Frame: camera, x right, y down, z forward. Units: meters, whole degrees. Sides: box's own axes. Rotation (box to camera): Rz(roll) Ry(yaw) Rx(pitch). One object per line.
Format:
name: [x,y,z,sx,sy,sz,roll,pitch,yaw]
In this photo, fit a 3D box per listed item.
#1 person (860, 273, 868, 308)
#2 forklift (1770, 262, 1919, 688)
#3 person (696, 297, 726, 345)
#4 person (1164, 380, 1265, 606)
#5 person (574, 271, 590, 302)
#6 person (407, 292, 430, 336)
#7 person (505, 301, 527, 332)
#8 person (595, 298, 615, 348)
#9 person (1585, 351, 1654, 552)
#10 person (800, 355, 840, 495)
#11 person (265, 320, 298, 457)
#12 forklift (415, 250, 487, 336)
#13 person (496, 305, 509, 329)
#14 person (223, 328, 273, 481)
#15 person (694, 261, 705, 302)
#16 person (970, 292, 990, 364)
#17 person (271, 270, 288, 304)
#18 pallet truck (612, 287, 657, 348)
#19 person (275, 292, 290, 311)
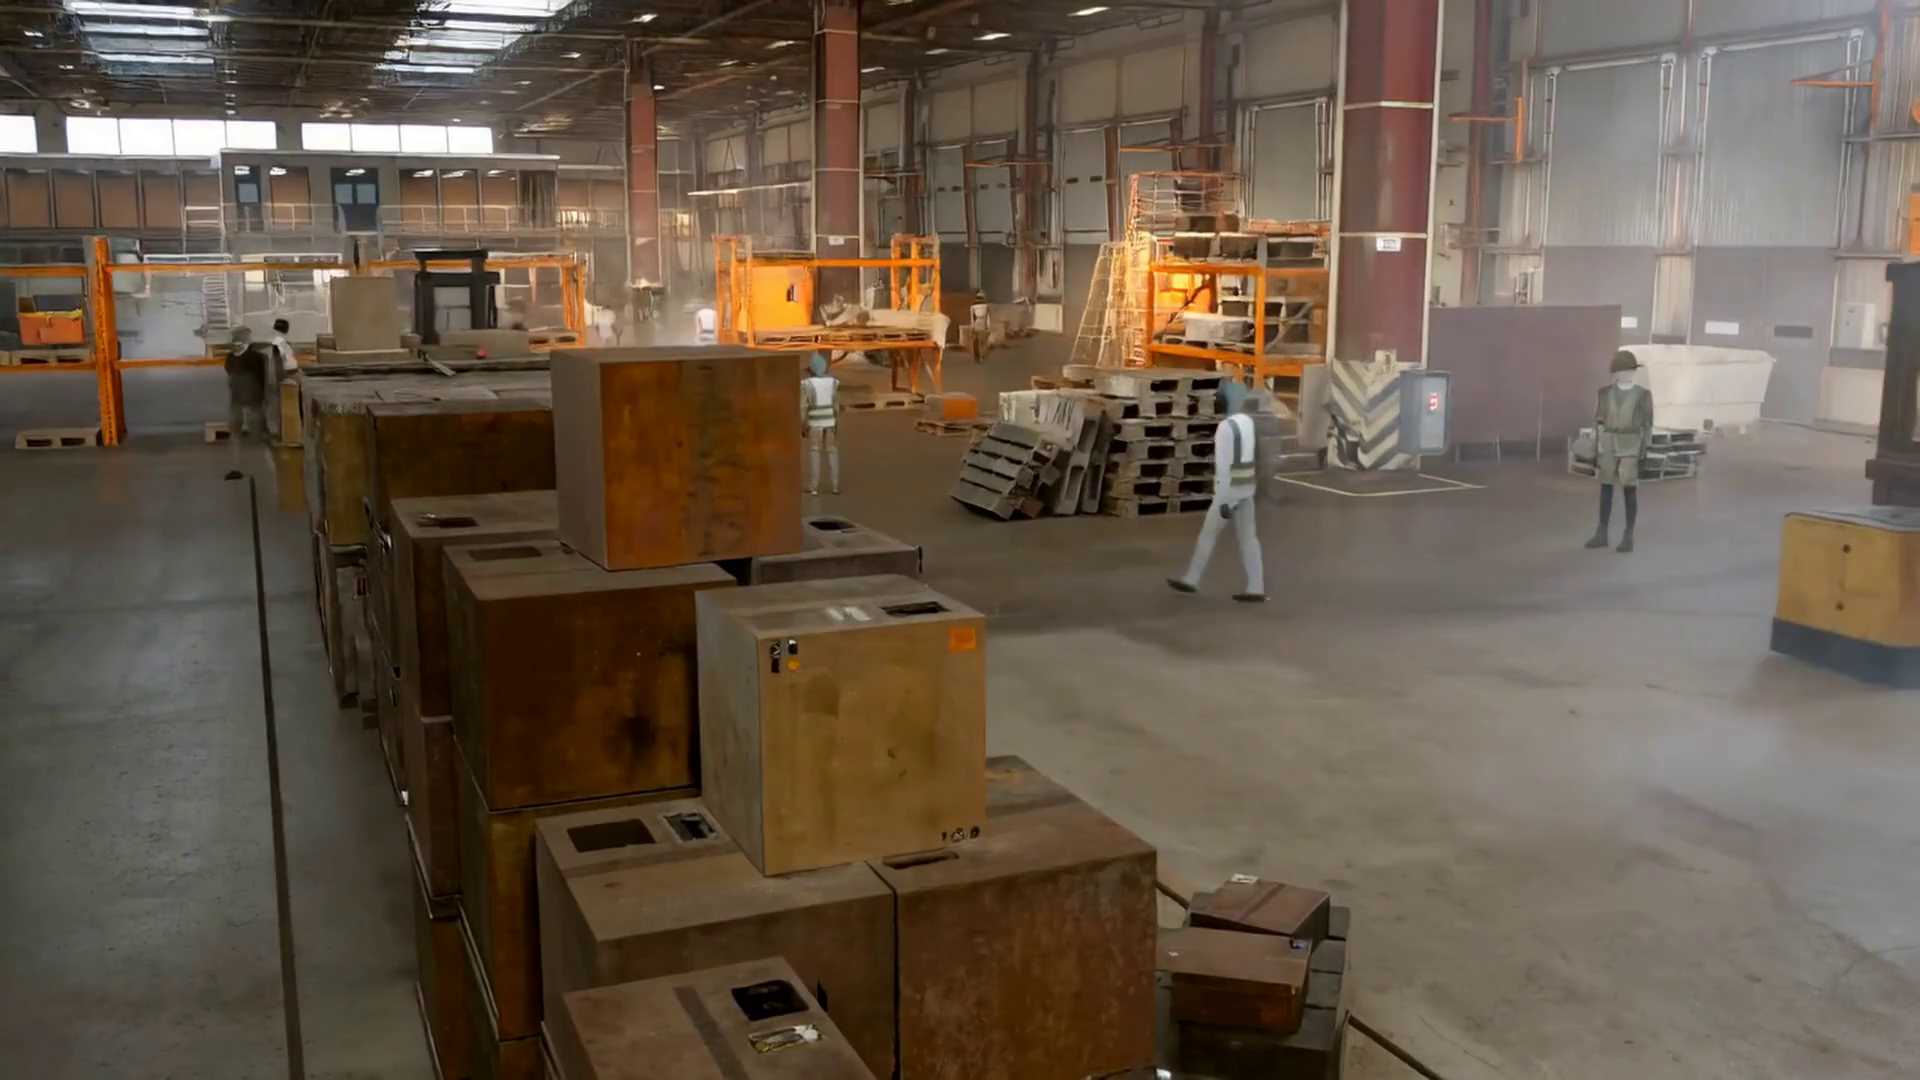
person: [-3.291,-7.686,53.739,0.615,1.899,0.977,1,10,6]
forklift: [6.812,-0.519,11.545,1.873,2.768,1.129,-4,11,-23]
person: [-5.011,-4.028,33.825,0.650,1.805,0.865,2,11,12]
person: [2.140,-0.390,13.696,0.939,1.838,0.601,8,13,36]
person: [-13.876,-8.970,61.007,0.622,1.839,0.429,2,10,9]
person: [-11.386,-4.332,35.297,0.639,1.902,1.003,3,11,16]
person: [-7.740,-3.250,29.269,0.617,1.905,0.600,-5,11,-24]
person: [-7.966,-4.648,37.667,0.819,1.668,0.534,4,11,23]
person: [6.324,-0.847,15.956,0.375,1.935,0.551,-10,14,-44]
person: [-1.642,-1.341,19.499,0.523,1.638,0.311,-6,12,-30]
person: [-9.395,-2.095,23.059,0.449,1.864,0.708,-1,10,-5]
forklift: [-7.183,-2.719,23.670,1.129,2.768,1.873,-4,11,-23]
person: [-8.102,-3.331,30.026,0.608,1.806,0.585,2,11,12]
person: [-8.881,-1.714,20.855,0.634,1.908,0.847,3,11,17]
person: [-12.406,-12.282,78.982,0.643,1.948,1.030,-7,12,-32]
person: [0.473,-5.043,39.698,0.487,1.720,0.688,1,10,3]
person: [-22.974,-8.154,56.257,0.392,1.930,0.546,10,14,44]
pallet truck: [-6.464,-4.406,35.401,0.823,1.965,1.885,6,12,32]
person: [-14.473,-4.383,35.672,0.329,1.861,0.504,1,10,6]
